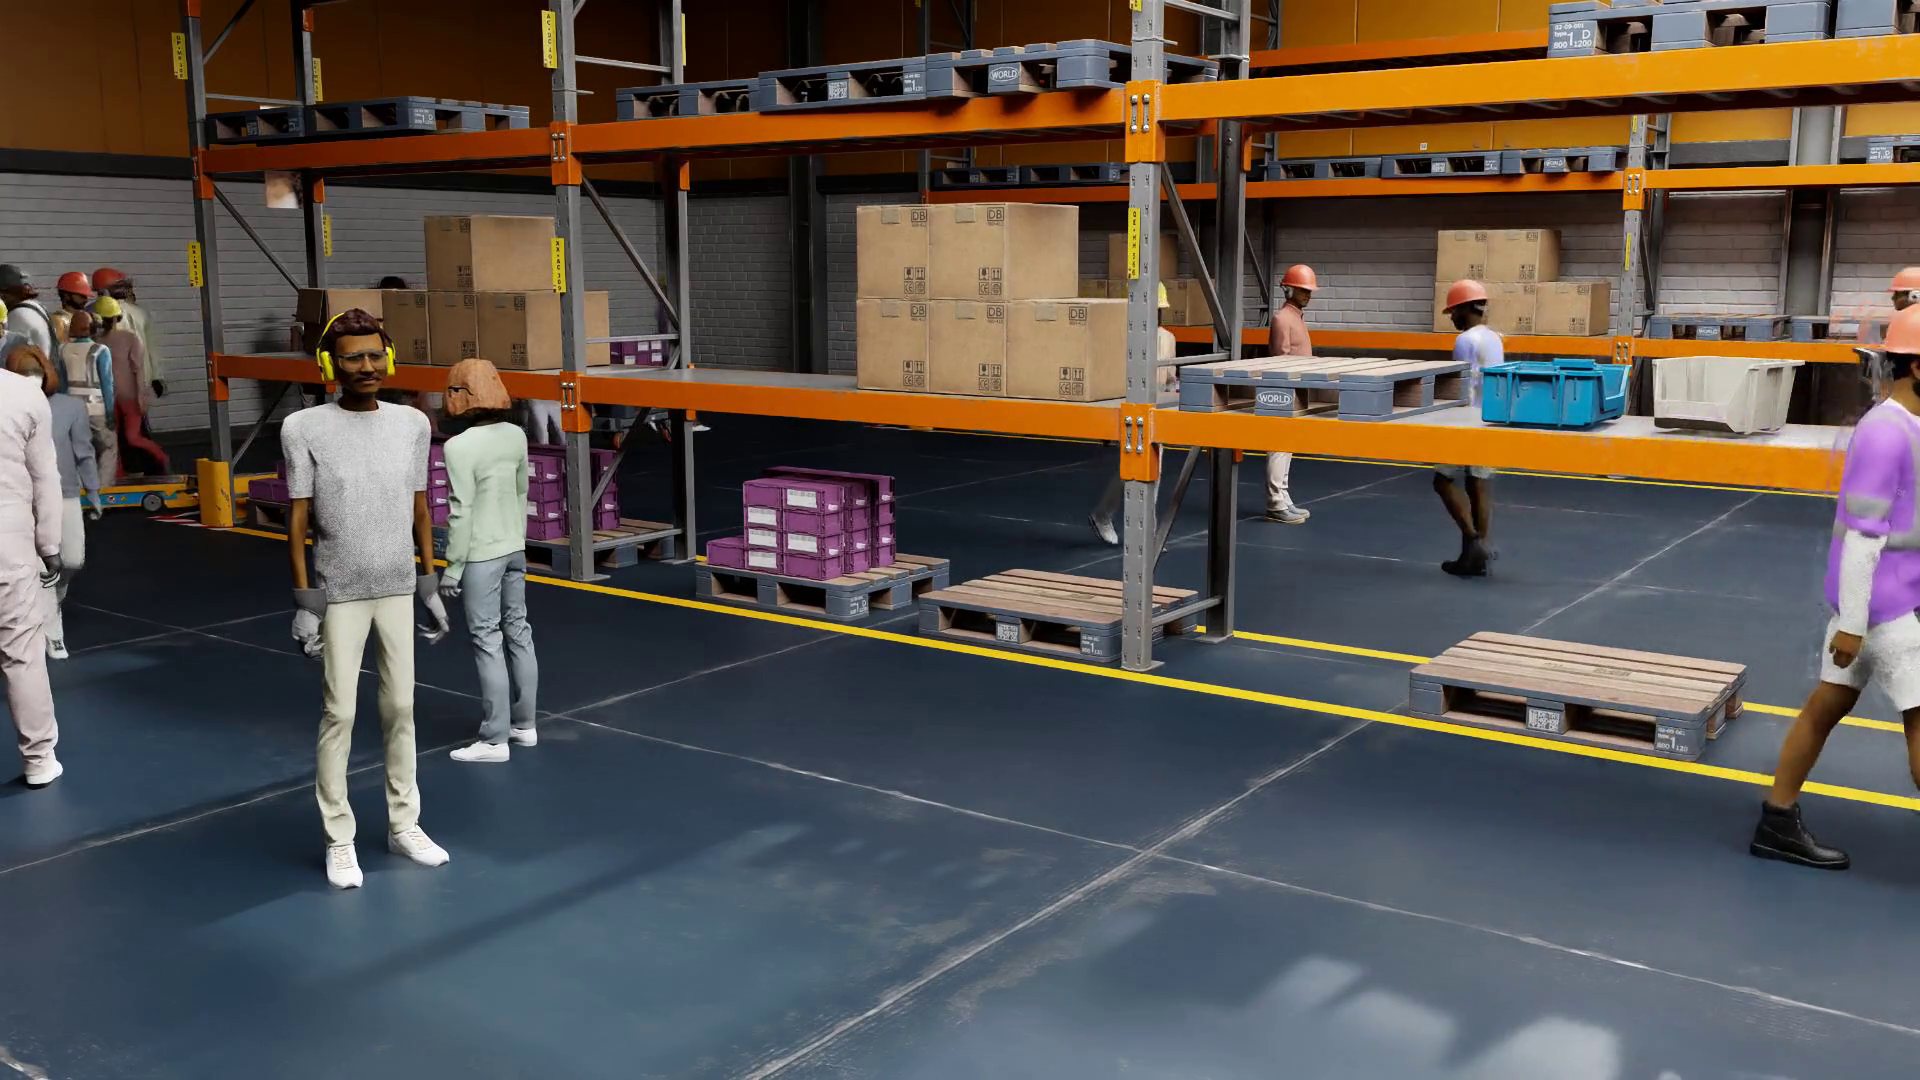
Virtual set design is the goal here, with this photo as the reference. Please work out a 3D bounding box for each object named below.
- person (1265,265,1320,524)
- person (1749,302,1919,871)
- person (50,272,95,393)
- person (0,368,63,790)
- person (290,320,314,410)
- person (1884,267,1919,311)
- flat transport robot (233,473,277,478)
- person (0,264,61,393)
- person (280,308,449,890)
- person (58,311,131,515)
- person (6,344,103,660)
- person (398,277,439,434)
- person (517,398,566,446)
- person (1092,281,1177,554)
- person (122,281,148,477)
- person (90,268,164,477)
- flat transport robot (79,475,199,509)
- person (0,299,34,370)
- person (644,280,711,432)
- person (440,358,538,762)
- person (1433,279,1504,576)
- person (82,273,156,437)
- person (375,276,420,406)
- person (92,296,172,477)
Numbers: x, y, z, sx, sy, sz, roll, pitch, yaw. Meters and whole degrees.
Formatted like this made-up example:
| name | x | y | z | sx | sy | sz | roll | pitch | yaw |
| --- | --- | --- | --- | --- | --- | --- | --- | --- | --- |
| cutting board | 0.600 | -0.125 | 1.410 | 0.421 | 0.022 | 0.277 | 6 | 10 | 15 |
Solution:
| name | x | y | z | sx | sy | sz | roll | pitch | yaw |
| --- | --- | --- | --- | --- | --- | --- | --- | --- | --- |
| person | 2.566 | -1.125 | 12.896 | 0.392 | 1.988 | 0.609 | 4 | 10 | 22 |
| person | 3.075 | 0.192 | 5.311 | 0.952 | 1.889 | 0.562 | 5 | 11 | 29 |
| person | -7.570 | -1.331 | 14.294 | 0.366 | 1.931 | 0.542 | -1 | 10 | -7 |
| person | -3.726 | 0.029 | 6.255 | 0.641 | 1.913 | 0.407 | -7 | 12 | -34 |
| person | -7.271 | -1.929 | 18.753 | 0.517 | 1.630 | 0.310 | -7 | 12 | -35 |
| person | 6.990 | -0.988 | 12.104 | 0.597 | 1.982 | 0.619 | 5 | 11 | 28 |
| flat transport robot | -5.543 | -0.463 | 14.056 | 1.431 | 0.197 | 0.652 | -7 | 12 | -35 |
| person | -7.598 | -1.240 | 13.424 | 0.797 | 2.000 | 0.696 | -3 | 10 | -16 |
| person | -1.932 | 0.185 | 5.446 | 0.508 | 1.872 | 0.329 | -9 | 13 | -42 |
| person | -6.930 | -1.010 | 13.273 | 0.548 | 1.627 | 0.375 | 3 | 10 | 18 |
| person | -4.767 | -0.219 | 8.636 | 0.499 | 1.605 | 0.674 | -9 | 13 | -42 |
| person | -5.444 | -1.659 | 16.449 | 0.728 | 1.864 | 0.730 | -6 | 11 | -33 |
| person | -3.264 | -1.053 | 12.893 | 0.510 | 1.855 | 0.519 | 8 | 12 | 38 |
| person | 1.225 | -0.850 | 11.509 | 0.624 | 1.906 | 0.549 | -7 | 12 | -35 |
| person | -7.669 | -1.460 | 15.316 | 0.508 | 1.846 | 0.345 | 7 | 12 | 34 |
| person | -7.522 | -1.429 | 14.790 | 0.923 | 1.947 | 0.649 | 3 | 10 | 15 |
| flat transport robot | -6.916 | -0.376 | 13.537 | 1.431 | 0.197 | 0.652 | -4 | 10 | -23 |
| person | -7.445 | -1.008 | 12.871 | 0.598 | 1.774 | 0.825 | -5 | 11 | -27 |
| person | -3.369 | -2.203 | 19.568 | 0.738 | 1.912 | 0.607 | -8 | 13 | -40 |
| person | -1.921 | 0.083 | 6.750 | 0.278 | 1.634 | 0.498 | 3 | 10 | 19 |
| person | 3.274 | -0.719 | 10.728 | 0.482 | 1.902 | 0.584 | 9 | 13 | 44 |
| person | -8.291 | -1.682 | 16.451 | 0.652 | 1.906 | 0.409 | -3 | 10 | -17 |
| person | -5.200 | -1.459 | 15.204 | 0.700 | 1.877 | 0.639 | 7 | 12 | 37 |
| person | -7.159 | -1.233 | 14.292 | 0.536 | 1.730 | 0.611 | 2 | 10 | 10 |
